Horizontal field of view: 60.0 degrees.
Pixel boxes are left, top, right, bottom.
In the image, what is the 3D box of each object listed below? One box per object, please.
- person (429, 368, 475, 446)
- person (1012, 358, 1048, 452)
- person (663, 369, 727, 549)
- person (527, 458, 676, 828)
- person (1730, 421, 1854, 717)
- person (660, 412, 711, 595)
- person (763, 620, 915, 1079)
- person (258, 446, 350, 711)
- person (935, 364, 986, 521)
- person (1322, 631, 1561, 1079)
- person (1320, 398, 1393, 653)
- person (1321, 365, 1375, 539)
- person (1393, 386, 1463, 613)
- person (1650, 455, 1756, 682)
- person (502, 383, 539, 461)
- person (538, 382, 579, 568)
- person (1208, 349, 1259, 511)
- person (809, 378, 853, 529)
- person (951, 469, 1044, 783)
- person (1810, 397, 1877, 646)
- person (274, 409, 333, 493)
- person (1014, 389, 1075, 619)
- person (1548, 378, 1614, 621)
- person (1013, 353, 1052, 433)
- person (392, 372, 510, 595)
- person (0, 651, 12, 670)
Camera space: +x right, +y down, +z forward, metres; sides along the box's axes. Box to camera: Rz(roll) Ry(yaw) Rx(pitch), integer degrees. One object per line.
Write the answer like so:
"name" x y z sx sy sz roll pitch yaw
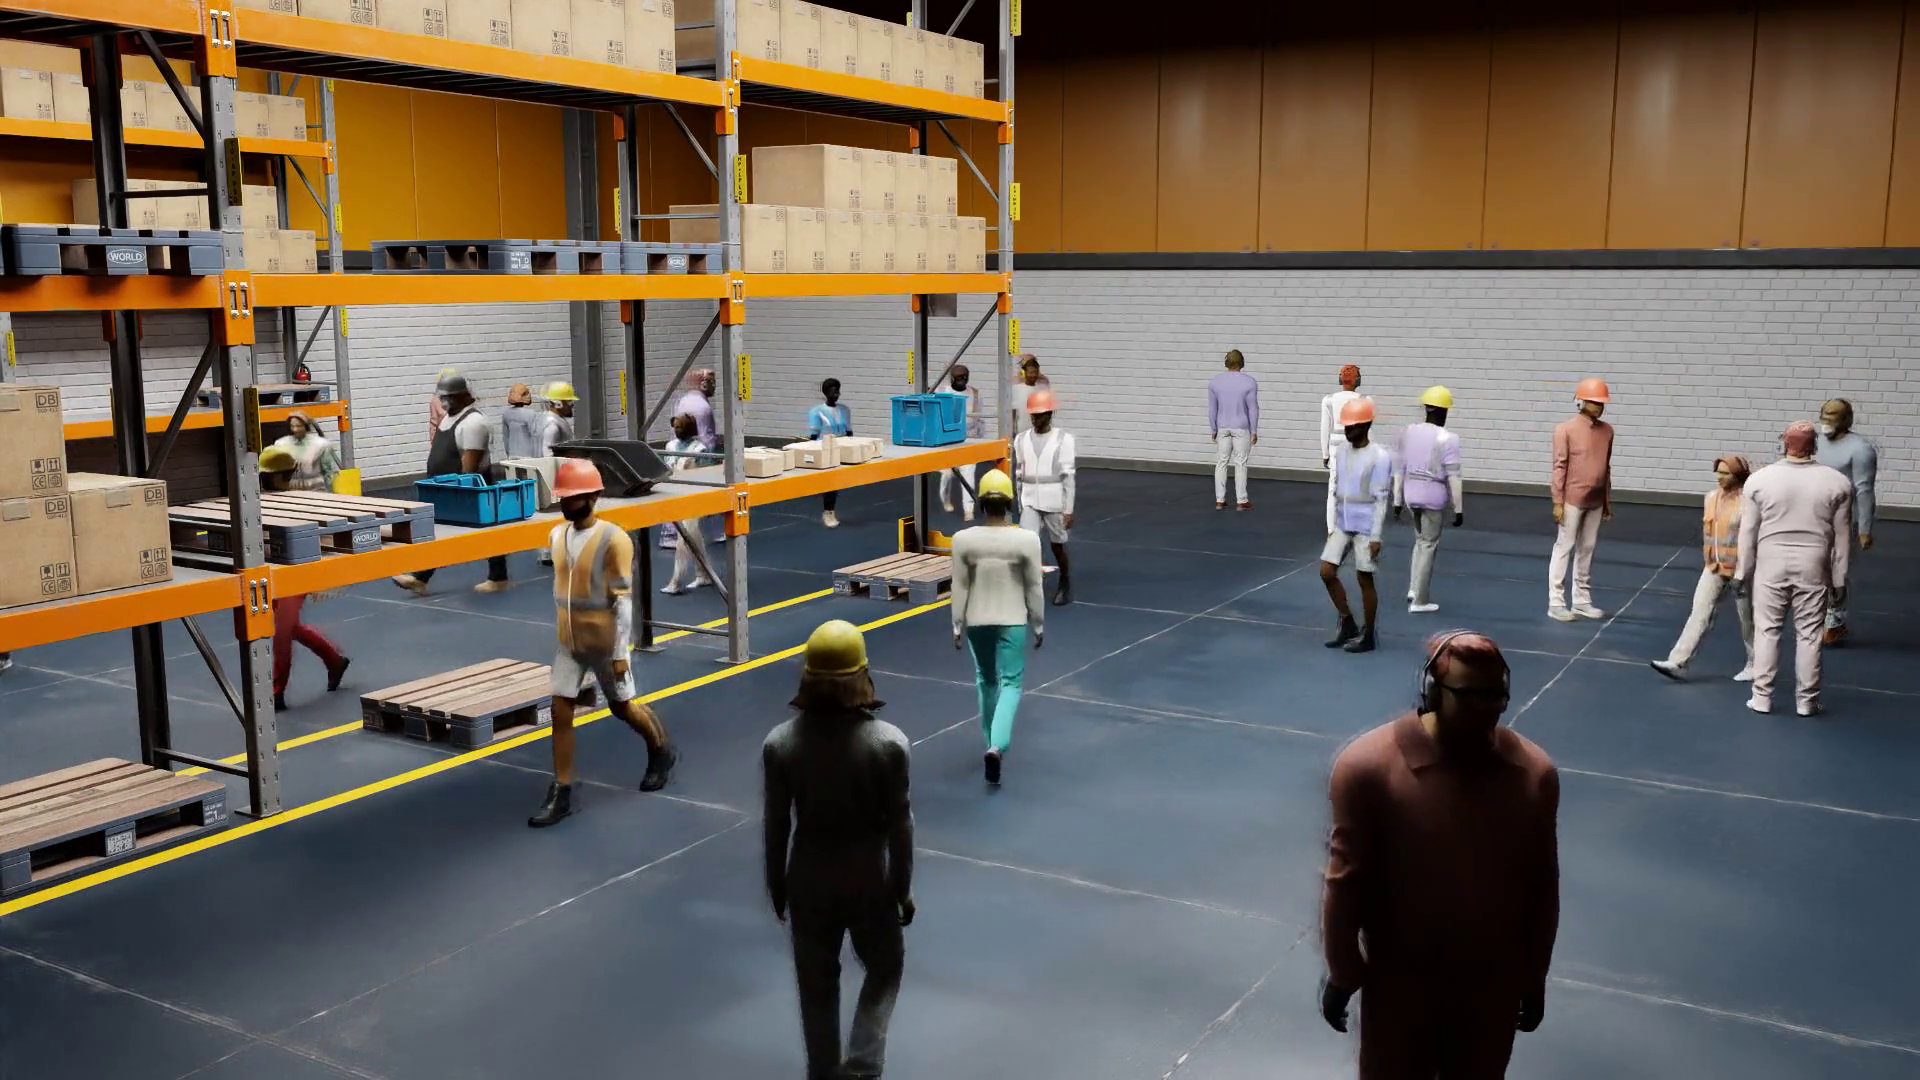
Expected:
"person" -5.793 -1.080 19.012 0.525 1.772 0.305 -1 9 -4
"person" 0.837 -1.233 19.714 0.541 1.851 0.407 -3 10 -21
"person" -2.652 -0.833 17.189 0.971 1.853 0.657 -4 10 -21
"person" -1.901 0.495 8.804 0.551 1.901 0.975 5 10 29
"person" 5.349 0.192 10.712 0.686 1.897 0.438 4 10 21
"person" -2.489 -0.317 14.766 0.516 1.609 0.778 9 13 44
"person" -0.390 1.114 5.403 0.503 1.731 0.379 1 9 9
"person" -4.384 0.229 10.948 0.533 1.736 0.822 5 11 30
"person" -0.030 -1.147 19.351 0.669 1.811 0.829 -2 9 -11
"person" 1.319 1.165 4.600 0.665 1.892 0.541 -1 9 -4
"person" 2.945 -0.097 12.390 0.503 1.917 0.563 -6 11 -31
"person" 4.095 -0.904 17.558 0.575 1.883 0.355 5 10 30
"person" 3.953 -0.337 13.935 0.511 1.905 0.610 -7 11 -36
"person" 5.238 0.214 11.452 0.870 1.589 0.527 -3 10 -21
"person" -4.834 -0.916 18.396 0.500 1.636 0.284 5 10 30
"person" -3.743 -0.609 15.964 0.690 1.805 0.595 -2 9 -14
"person" 3.285 -1.318 19.964 0.631 1.940 0.372 5 10 30
"person" -1.382 -0.959 18.546 0.537 1.679 0.567 -8 12 -42
"person" 0.197 0.469 9.406 0.528 1.737 0.805 2 9 13
"person" 6.559 -0.120 12.563 0.480 1.915 0.663 -2 9 -11
"person" -6.092 -0.436 15.506 0.521 1.611 0.614 -2 9 -9
"person" 0.727 -0.324 13.897 0.559 1.902 0.948 4 10 23
"person" 5.115 -0.331 13.638 0.622 1.990 0.402 -4 10 -24
"person" 0.918 -1.357 20.424 0.712 1.868 0.492 -6 11 -34
"person" -4.452 -0.506 14.578 1.016 2.000 0.689 -8 12 -43
"person" -6.849 0.068 11.541 0.597 1.885 0.767 2 9 10
